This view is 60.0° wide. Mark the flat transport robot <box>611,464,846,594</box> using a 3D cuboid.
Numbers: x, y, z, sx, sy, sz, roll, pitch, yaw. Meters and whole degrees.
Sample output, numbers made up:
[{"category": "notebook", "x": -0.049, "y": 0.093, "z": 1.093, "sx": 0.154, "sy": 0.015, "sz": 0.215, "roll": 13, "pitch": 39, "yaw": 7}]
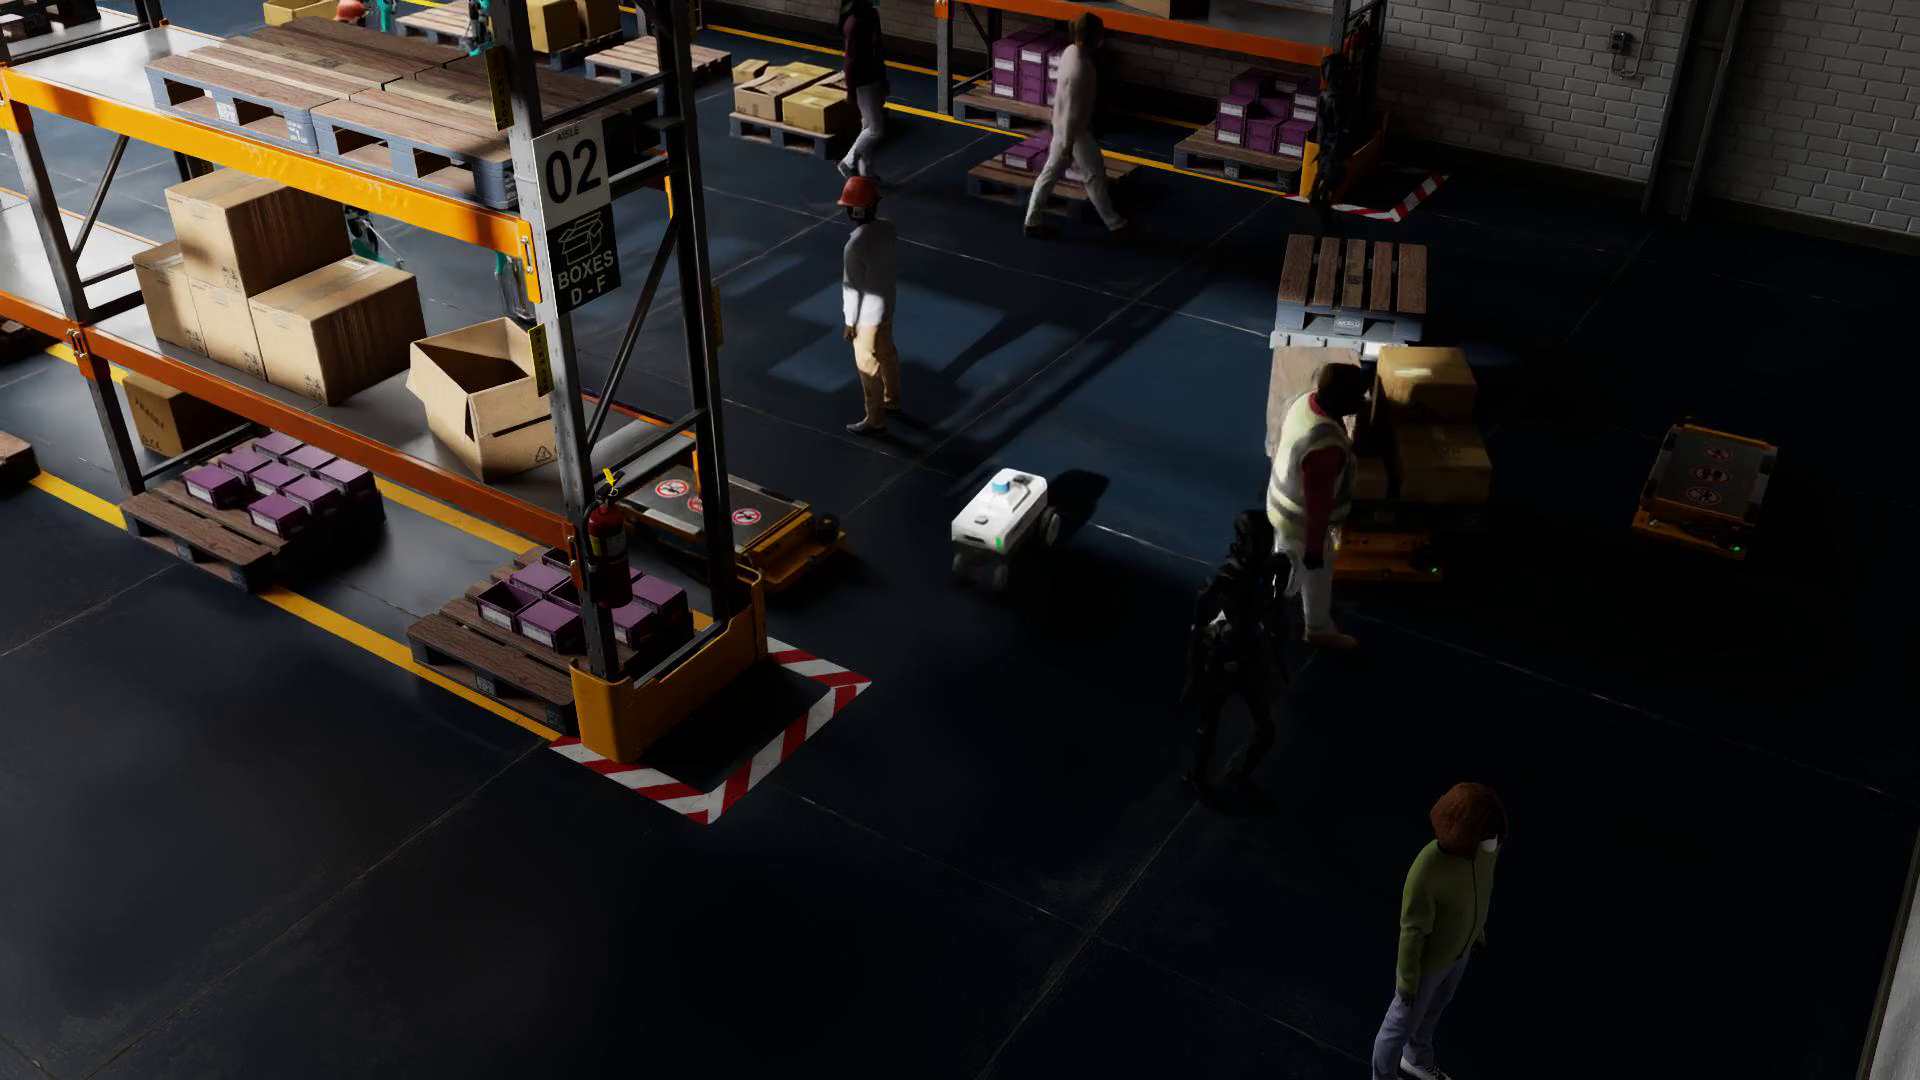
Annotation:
[{"category": "flat transport robot", "x": -1.453, "y": -0.114, "z": 10.049, "sx": 1.431, "sy": 0.231, "sz": 0.659, "roll": 20, "pitch": 38, "yaw": 28}]

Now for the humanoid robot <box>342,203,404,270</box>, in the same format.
[{"category": "humanoid robot", "x": -4.139, "y": -2.020, "z": 11.627, "sx": 0.919, "sy": 1.721, "sz": 0.540, "roll": 16, "pitch": 36, "yaw": 23}]

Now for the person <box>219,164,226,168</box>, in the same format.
[{"category": "person", "x": -4.879, "y": -2.028, "z": 11.593, "sx": 0.923, "sy": 1.808, "sz": 0.500, "roll": 27, "pitch": 42, "yaw": 35}]

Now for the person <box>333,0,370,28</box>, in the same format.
[{"category": "person", "x": -5.053, "y": -3.809, "z": 14.382, "sx": 0.675, "sy": 1.726, "sz": 0.568, "roll": -5, "pitch": 33, "yaw": -7}]

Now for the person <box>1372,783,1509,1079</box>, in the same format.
[{"category": "person", "x": 1.802, "y": 1.551, "z": 6.237, "sx": 0.499, "sy": 1.633, "sz": 0.285, "roll": -25, "pitch": 40, "yaw": -33}]

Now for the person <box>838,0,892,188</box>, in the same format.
[{"category": "person", "x": -0.809, "y": -3.991, "z": 14.479, "sx": 0.449, "sy": 1.936, "sz": 0.506, "roll": 11, "pitch": 35, "yaw": 16}]

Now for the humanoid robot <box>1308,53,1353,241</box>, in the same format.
[{"category": "humanoid robot", "x": 2.995, "y": -3.073, "z": 13.319, "sx": 0.403, "sy": 1.643, "sz": 0.613, "roll": 1, "pitch": 33, "yaw": 2}]

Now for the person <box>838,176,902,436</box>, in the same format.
[{"category": "person", "x": -0.609, "y": -1.536, "z": 10.883, "sx": 0.361, "sy": 1.742, "sz": 0.558, "roll": 14, "pitch": 35, "yaw": 20}]

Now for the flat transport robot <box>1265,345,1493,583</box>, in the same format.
[{"category": "flat transport robot", "x": 2.506, "y": -0.211, "z": 10.198, "sx": 0.659, "sy": 0.231, "sz": 1.431, "roll": 2, "pitch": 33, "yaw": 3}]

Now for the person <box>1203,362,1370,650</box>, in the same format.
[{"category": "person", "x": 1.736, "y": -0.131, "z": 8.682, "sx": 0.831, "sy": 1.803, "sz": 0.663, "roll": 3, "pitch": 33, "yaw": 5}]

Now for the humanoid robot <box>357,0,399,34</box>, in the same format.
[{"category": "humanoid robot", "x": -6.095, "y": -5.529, "z": 17.123, "sx": 0.718, "sy": 1.893, "sz": 0.543, "roll": 29, "pitch": 43, "yaw": 36}]

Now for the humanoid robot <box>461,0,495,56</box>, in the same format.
[{"category": "humanoid robot", "x": -4.588, "y": -4.905, "z": 16.174, "sx": 0.723, "sy": 1.897, "sz": 0.540, "roll": 28, "pitch": 42, "yaw": 36}]

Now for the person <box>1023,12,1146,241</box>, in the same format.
[{"category": "person", "x": 1.008, "y": -3.341, "z": 13.536, "sx": 1.033, "sy": 1.874, "sz": 0.643, "roll": -2, "pitch": 33, "yaw": -3}]

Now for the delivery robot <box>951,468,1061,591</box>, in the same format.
[{"category": "delivery robot", "x": 0.248, "y": -0.113, "z": 9.788, "sx": 0.499, "sy": 0.598, "sz": 0.779, "roll": 15, "pitch": 36, "yaw": 22}]

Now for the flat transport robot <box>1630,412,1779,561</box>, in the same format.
[{"category": "flat transport robot", "x": 4.687, "y": -0.353, "z": 10.416, "sx": 0.659, "sy": 0.231, "sz": 1.431, "roll": 17, "pitch": 37, "yaw": 24}]

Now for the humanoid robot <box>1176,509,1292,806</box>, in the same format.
[{"category": "humanoid robot", "x": 1.264, "y": 0.568, "z": 7.705, "sx": 0.609, "sy": 1.647, "sz": 0.386, "roll": -19, "pitch": 38, "yaw": -26}]

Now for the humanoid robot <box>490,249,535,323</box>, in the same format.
[{"category": "humanoid robot", "x": -3.372, "y": -2.321, "z": 12.201, "sx": 0.542, "sy": 1.905, "sz": 0.738, "roll": -25, "pitch": 41, "yaw": -33}]
